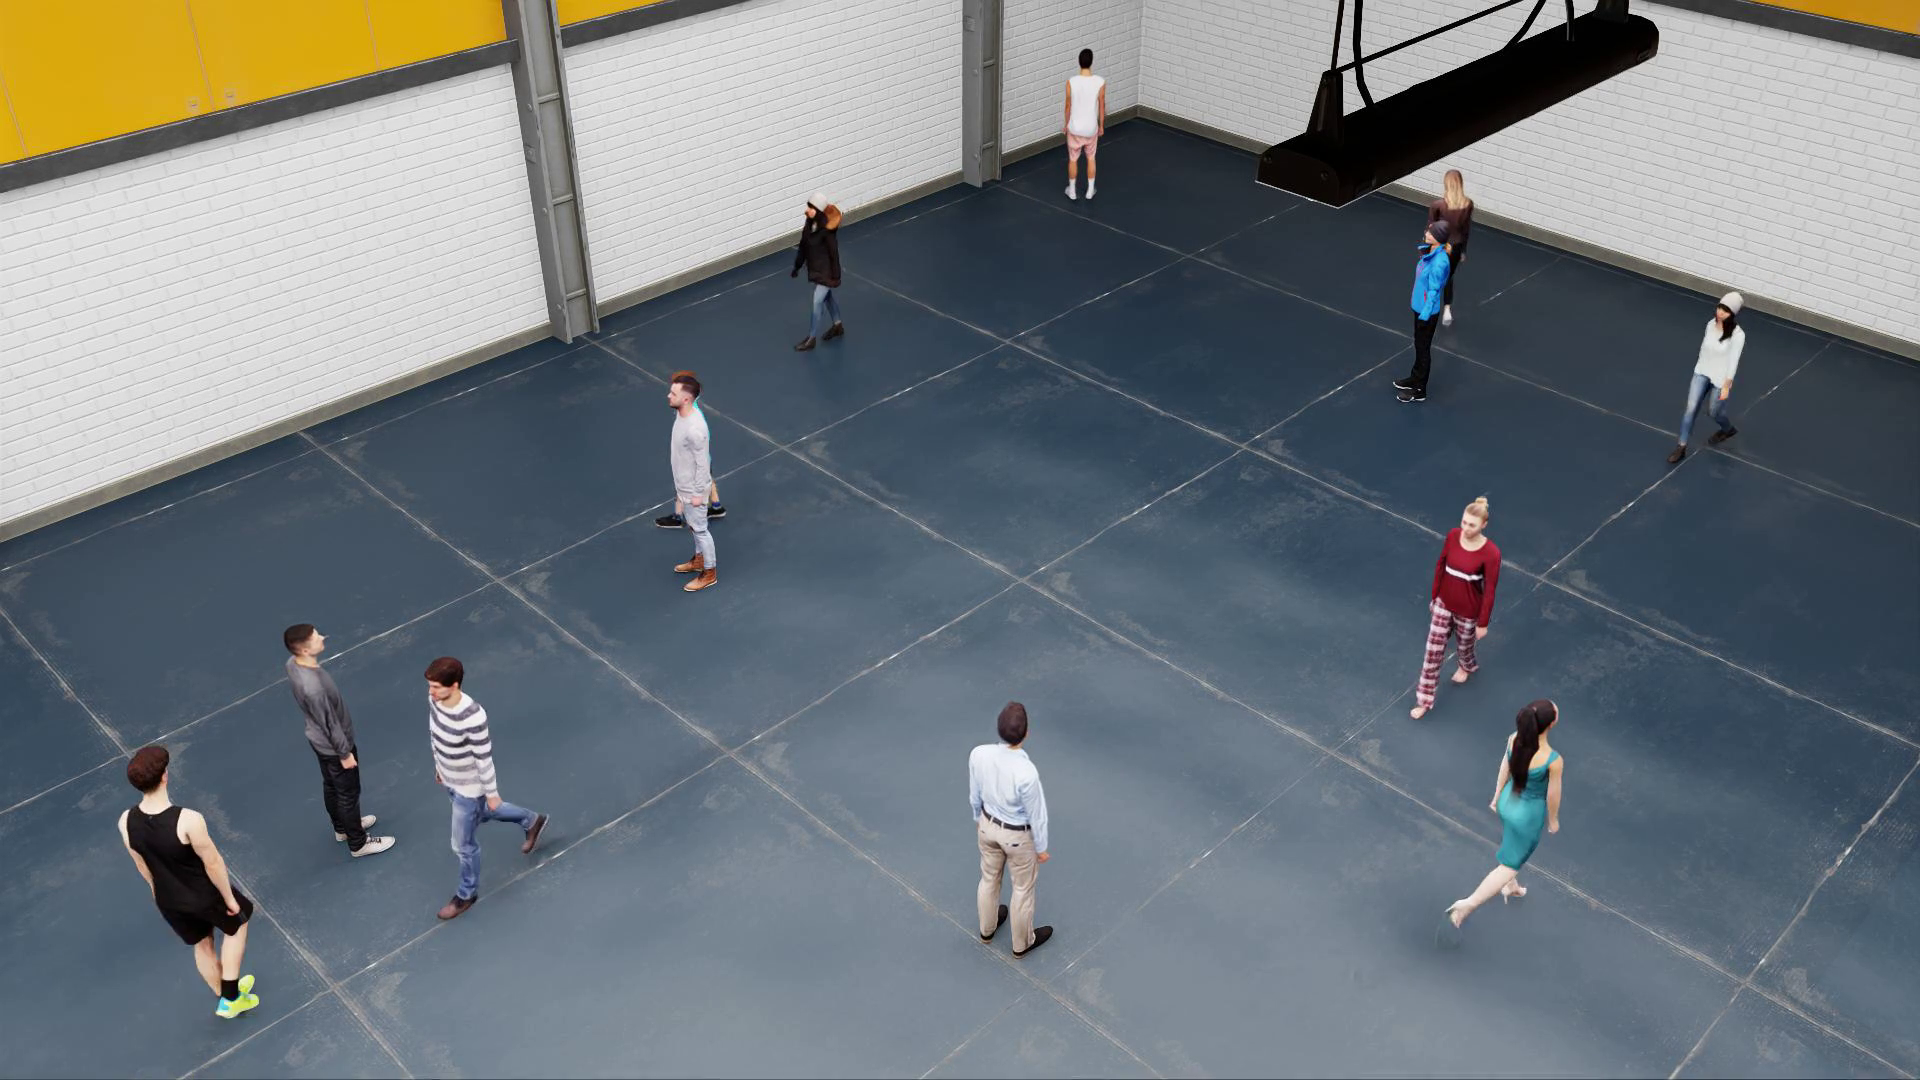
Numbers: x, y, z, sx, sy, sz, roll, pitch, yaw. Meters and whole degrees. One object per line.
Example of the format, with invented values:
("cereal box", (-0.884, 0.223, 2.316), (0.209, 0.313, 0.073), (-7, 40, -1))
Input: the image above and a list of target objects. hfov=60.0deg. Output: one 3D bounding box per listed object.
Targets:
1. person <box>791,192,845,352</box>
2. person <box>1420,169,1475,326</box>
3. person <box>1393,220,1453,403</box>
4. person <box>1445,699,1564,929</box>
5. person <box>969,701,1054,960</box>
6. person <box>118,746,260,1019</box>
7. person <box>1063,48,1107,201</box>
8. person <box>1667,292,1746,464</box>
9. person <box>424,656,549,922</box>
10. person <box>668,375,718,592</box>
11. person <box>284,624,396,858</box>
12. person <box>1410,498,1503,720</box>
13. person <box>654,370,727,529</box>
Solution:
("person", (-1.312, -2.711, 16.589), (0.922, 1.609, 0.713), (-21, 39, -29))
("person", (4.917, -2.883, 16.774), (0.814, 1.691, 0.870), (-4, 34, -5))
("person", (4.370, -2.148, 15.572), (0.751, 1.797, 0.668), (3, 34, 5))
("person", (3.299, 1.676, 9.941), (1.035, 1.662, 0.737), (-17, 37, -23))
("person", (0.286, 1.695, 9.740), (0.695, 1.854, 0.664), (21, 39, 28))
("person", (-4.313, 2.014, 9.240), (0.840, 1.875, 0.898), (4, 34, 5))
("person", (1.460, -4.931, 19.767), (0.720, 1.788, 0.786), (-1, 34, -1))
("person", (6.694, -1.439, 14.664), (1.052, 1.621, 0.733), (-15, 36, -21))
("person", (-2.951, 1.422, 10.180), (1.115, 1.821, 0.639), (-29, 43, -36))
("person", (-2.091, -0.466, 13.003), (0.714, 1.840, 0.757), (-13, 36, -19))
("person", (-3.971, 1.255, 10.485), (0.559, 1.761, 0.629), (-25, 41, -32))
("person", (3.583, 0.452, 11.788), (0.681, 1.655, 1.034), (26, 41, 33))
("person", (-2.143, -0.758, 13.819), (0.920, 1.422, 0.800), (-6, 34, -9))
